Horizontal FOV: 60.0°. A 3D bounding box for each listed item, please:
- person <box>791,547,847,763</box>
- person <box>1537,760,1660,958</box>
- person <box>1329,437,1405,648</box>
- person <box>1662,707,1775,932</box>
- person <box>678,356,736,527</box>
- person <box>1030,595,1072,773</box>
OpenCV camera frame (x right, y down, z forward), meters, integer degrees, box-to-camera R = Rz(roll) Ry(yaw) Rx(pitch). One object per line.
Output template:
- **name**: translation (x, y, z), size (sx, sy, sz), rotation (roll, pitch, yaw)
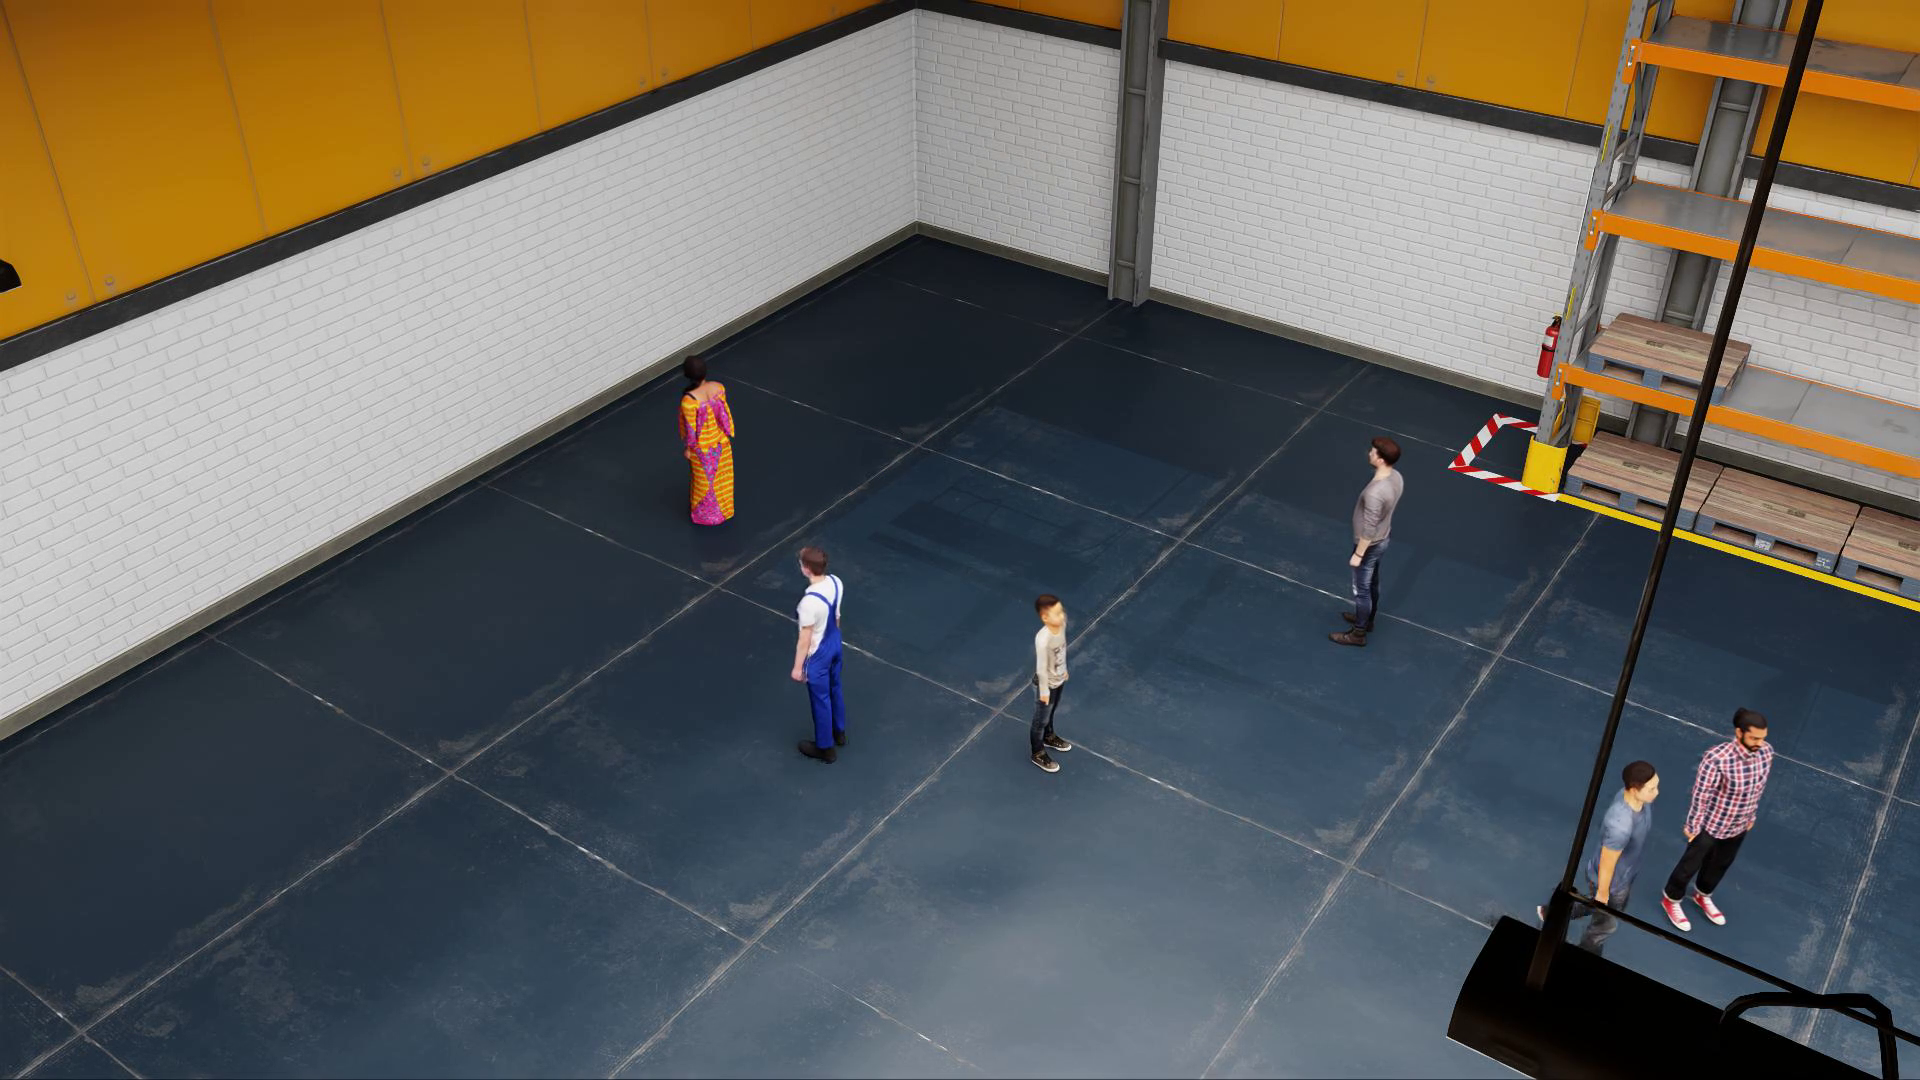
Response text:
- **person**: translation (-1.024, 0.841, 12.341), size (0.600, 1.850, 0.646), rotation (19, 38, 26)
- **person**: translation (4.060, 2.059, 10.554), size (0.827, 1.800, 0.650), rotation (21, 39, 28)
- **person**: translation (3.354, 0.014, 13.538), size (0.603, 1.904, 0.696), rotation (18, 37, 24)
- **person**: translation (5.018, 1.818, 10.955), size (0.778, 1.759, 0.805), rotation (-11, 35, -15)
- **person**: translation (-2.338, -0.943, 15.170), size (0.647, 1.690, 0.642), rotation (23, 40, 31)
- **person**: translation (0.662, 1.032, 12.401), size (0.556, 1.466, 0.573), rotation (15, 37, 22)
